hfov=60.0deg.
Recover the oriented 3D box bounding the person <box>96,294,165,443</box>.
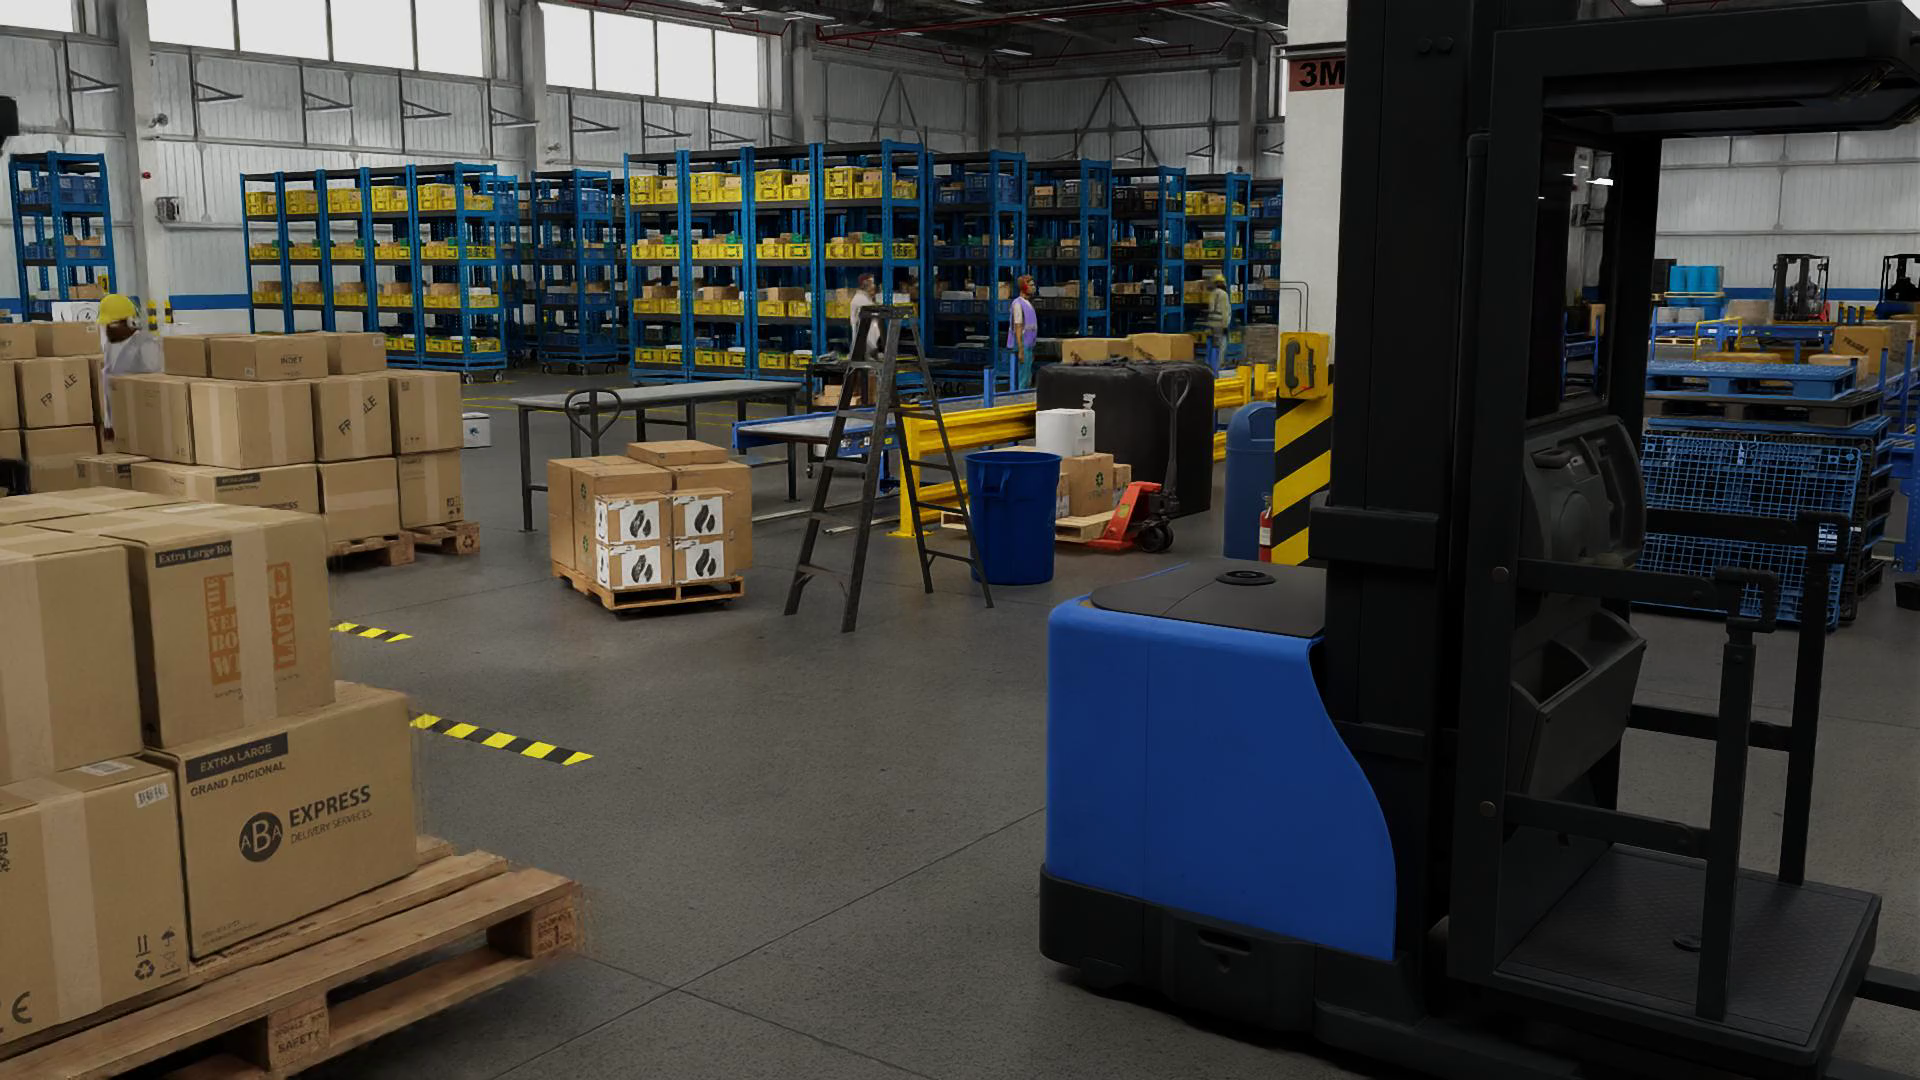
[{"bbox_3d":[-5.944,-0.849,11.837,0.633,1.780,0.813,7,12,37],"label":"person"}]

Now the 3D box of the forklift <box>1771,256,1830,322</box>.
[{"bbox_3d":[20.253,-5.854,40.139,1.157,1.987,2.680,7,12,35],"label":"forklift"}]

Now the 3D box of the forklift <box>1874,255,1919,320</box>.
[{"bbox_3d":[22.089,-5.634,38.796,1.157,1.987,2.680,6,11,33],"label":"forklift"}]

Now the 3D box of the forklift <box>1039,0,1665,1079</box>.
[{"bbox_3d":[1.249,-0.137,4.360,1.873,2.768,1.129,7,12,35],"label":"forklift"}]

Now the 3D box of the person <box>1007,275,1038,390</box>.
[{"bbox_3d":[0.787,-2.377,20.764,0.390,1.848,0.564,2,10,13],"label":"person"}]

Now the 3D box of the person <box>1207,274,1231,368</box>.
[{"bbox_3d":[4.617,-3.831,29.605,0.412,1.794,0.622,-2,10,-14],"label":"person"}]

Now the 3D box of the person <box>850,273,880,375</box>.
[{"bbox_3d":[-1.308,-2.527,21.614,0.873,1.875,0.652,-1,10,-7],"label":"person"}]

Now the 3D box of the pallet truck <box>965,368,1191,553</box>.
[{"bbox_3d":[0.845,-0.609,11.869,1.630,1.274,0.653,7,12,35],"label":"pallet truck"}]

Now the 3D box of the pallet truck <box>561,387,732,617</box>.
[{"bbox_3d":[-1.981,-0.274,10.088,0.680,1.201,1.601,-5,11,-28],"label":"pallet truck"}]
